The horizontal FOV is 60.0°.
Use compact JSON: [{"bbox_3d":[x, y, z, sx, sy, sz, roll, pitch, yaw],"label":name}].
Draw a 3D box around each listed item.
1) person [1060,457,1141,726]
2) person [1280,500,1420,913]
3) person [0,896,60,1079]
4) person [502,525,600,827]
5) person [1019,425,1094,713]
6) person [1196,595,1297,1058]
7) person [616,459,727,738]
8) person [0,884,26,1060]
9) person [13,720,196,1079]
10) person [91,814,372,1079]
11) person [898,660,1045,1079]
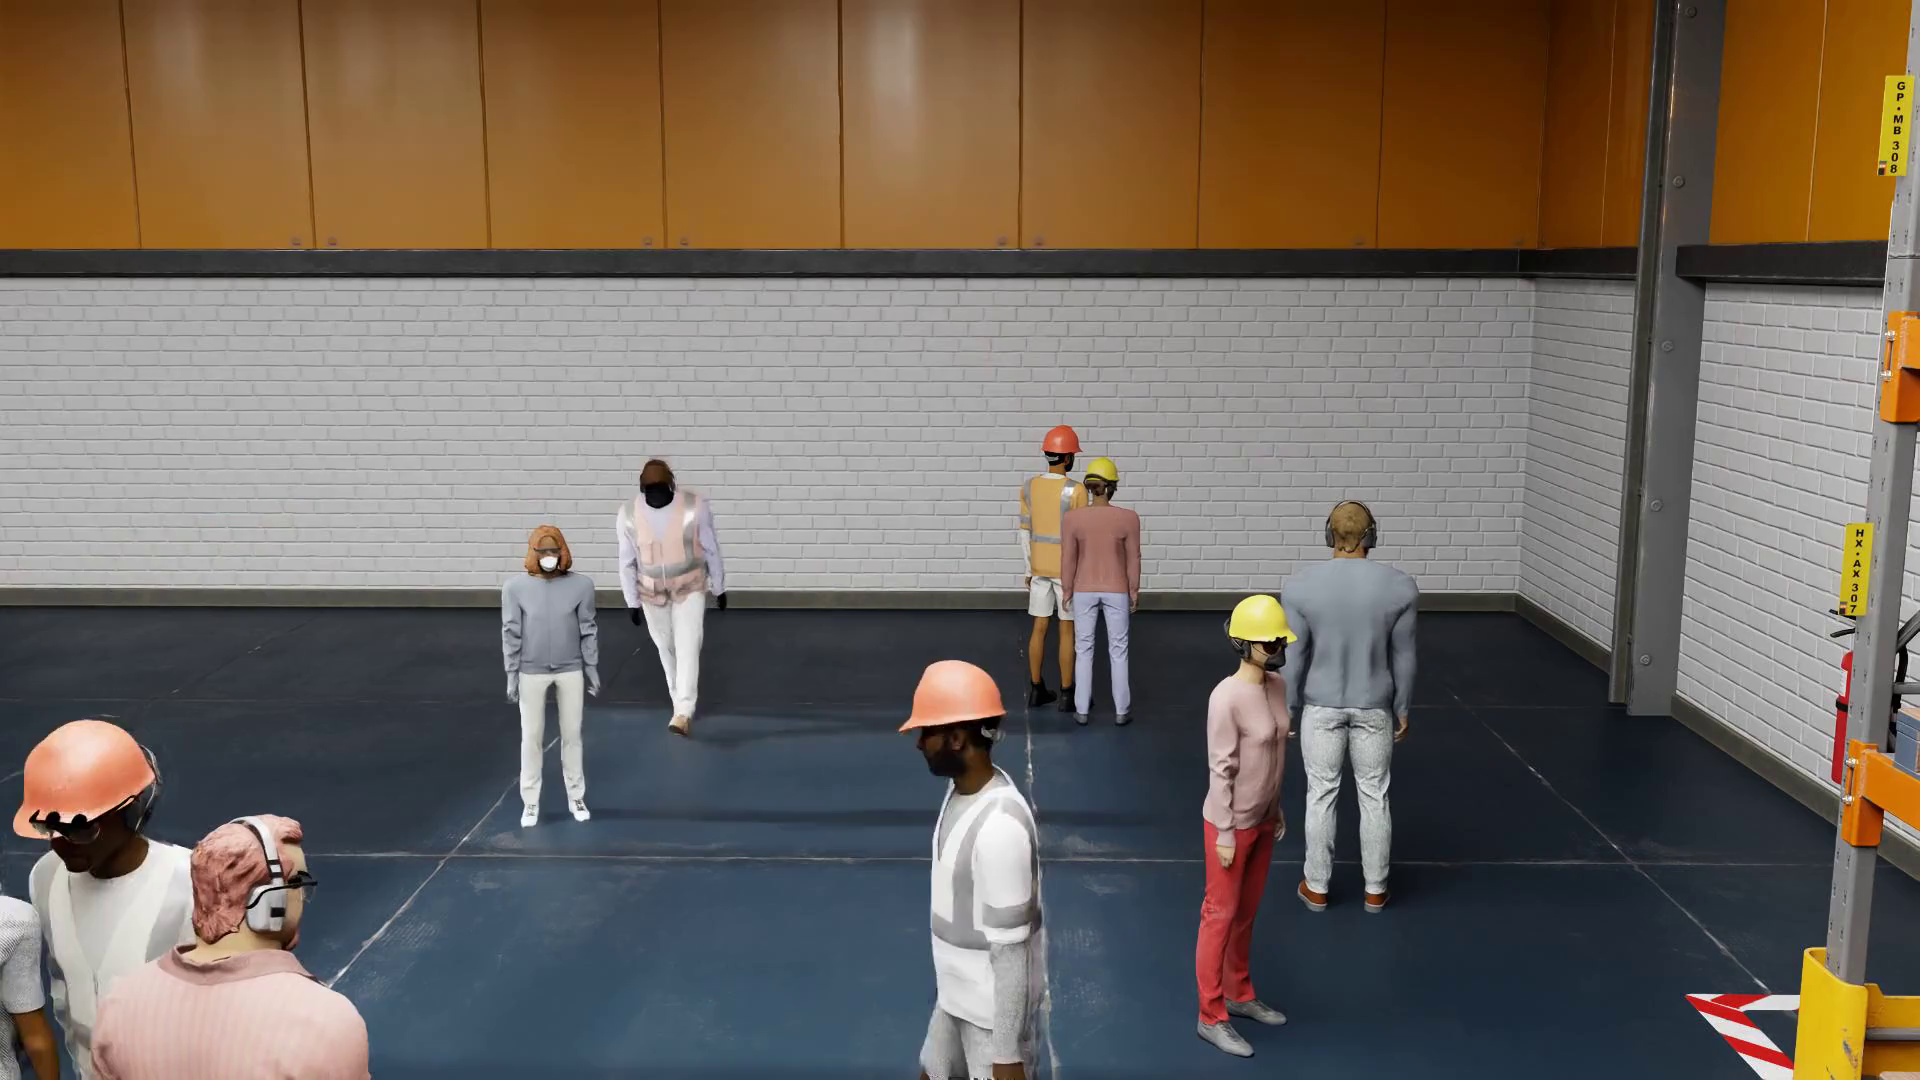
[{"bbox_3d":[0.917,0.343,10.855,0.524,1.764,0.329,1,10,8],"label":"person"},{"bbox_3d":[1.794,0.778,7.731,0.628,1.936,0.377,1,10,9],"label":"person"},{"bbox_3d":[-2.400,1.440,3.961,0.528,1.869,0.313,-3,10,-16],"label":"person"},{"bbox_3d":[-2.199,0.723,8.962,0.503,1.632,0.278,-3,10,-18],"label":"person"},{"bbox_3d":[0.667,0.193,11.222,0.552,1.937,0.356,7,12,37],"label":"person"},{"bbox_3d":[1.122,1.079,6.431,0.326,1.769,0.524,7,12,36],"label":"person"},{"bbox_3d":[-1.866,0.369,10.662,0.678,1.780,0.987,0,9,2],"label":"person"},{"bbox_3d":[-3.519,1.141,5.665,0.550,1.909,0.943,1,10,7],"label":"person"},{"bbox_3d":[-1.910,1.351,4.149,0.618,2.001,0.809,3,10,18],"label":"person"},{"bbox_3d":[-1.431,1.504,3.488,0.636,1.903,0.405,3,10,17],"label":"person"},{"bbox_3d":[0.049,1.290,4.733,0.435,1.915,0.657,-2,10,-13],"label":"person"}]
